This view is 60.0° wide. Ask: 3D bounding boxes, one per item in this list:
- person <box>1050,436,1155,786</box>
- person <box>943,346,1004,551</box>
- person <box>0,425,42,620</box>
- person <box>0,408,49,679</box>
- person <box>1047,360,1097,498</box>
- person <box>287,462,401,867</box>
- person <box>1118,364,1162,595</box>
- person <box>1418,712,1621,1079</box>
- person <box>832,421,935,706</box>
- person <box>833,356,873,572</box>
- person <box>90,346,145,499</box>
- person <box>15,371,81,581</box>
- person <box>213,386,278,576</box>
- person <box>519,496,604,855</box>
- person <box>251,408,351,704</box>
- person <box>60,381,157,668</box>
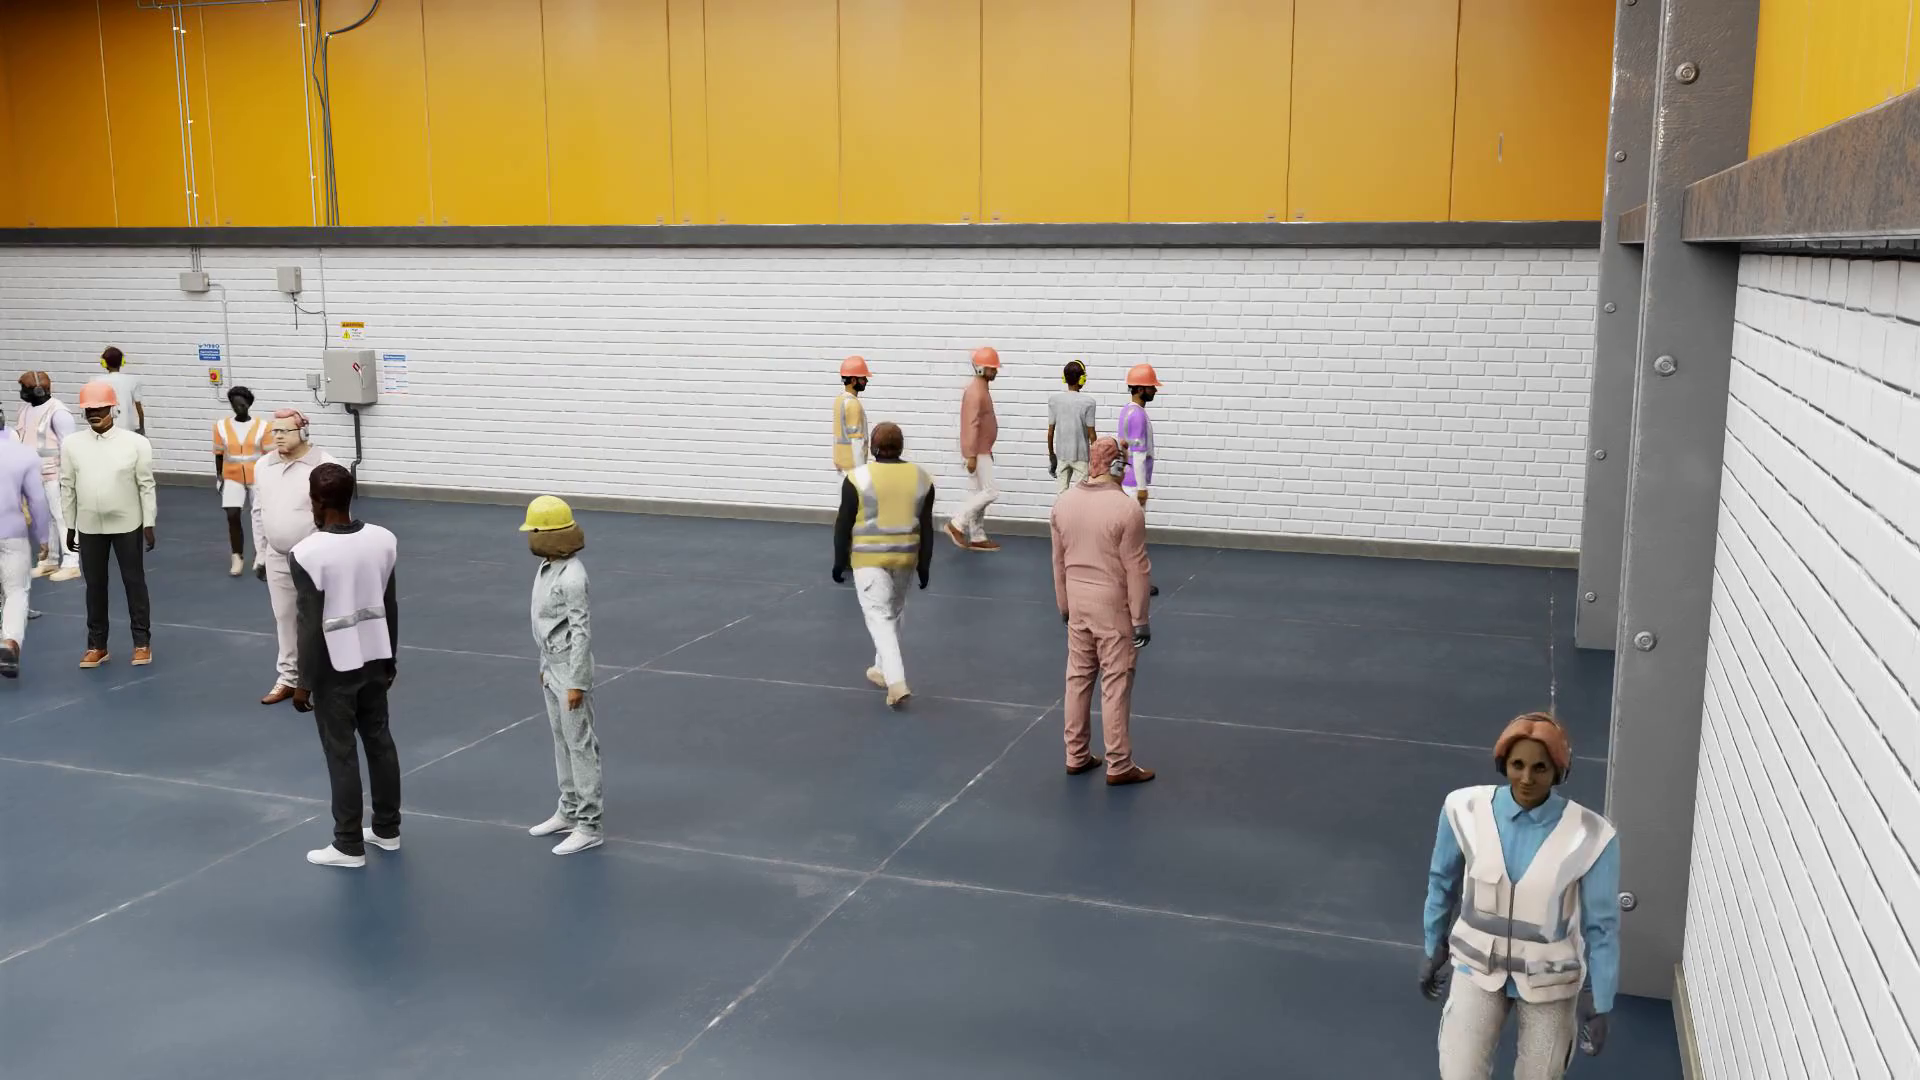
[{"bbox_3d":[0.798,0.381,9.071,0.407,1.902,0.639,-10,14,-43],"label":"person"},{"bbox_3d":[0.171,-0.852,15.806,0.488,1.973,0.620,0,10,0],"label":"person"},{"bbox_3d":[-7.496,-0.264,12.852,0.567,1.844,0.375,0,10,3],"label":"person"},{"bbox_3d":[-6.509,-0.003,11.226,0.635,1.914,0.814,-5,11,-24],"label":"person"},{"bbox_3d":[1.054,-0.733,15.431,0.516,1.872,0.327,5,11,27],"label":"person"},{"bbox_3d":[-2.887,0.587,7.862,0.382,1.917,0.597,5,11,25],"label":"person"},{"bbox_3d":[1.498,-0.511,13.987,0.374,1.939,0.545,0,10,-3],"label":"person"},{"bbox_3d":[1.589,1.276,4.766,0.563,1.621,0.491,6,12,29],"label":"person"},{"bbox_3d":[-0.470,0.141,10.709,0.629,1.812,0.926,-5,11,-25],"label":"person"},{"bbox_3d":[-0.949,-0.683,14.954,0.356,1.937,0.552,-4,11,-20],"label":"person"},{"bbox_3d":[-9.027,-1.144,17.811,0.524,1.857,0.425,-9,13,-40],"label":"person"},{"bbox_3d":[-7.992,-0.561,14.551,0.624,1.840,0.430,6,12,29],"label":"person"},{"bbox_3d":[-6.319,-0.513,14.708,0.552,1.671,0.683,-3,10,-15],"label":"person"},{"bbox_3d":[-1.932,0.645,8.040,0.314,1.739,0.485,-6,12,-29],"label":"person"},{"bbox_3d":[-4.200,0.111,10.574,0.642,1.909,0.401,2,10,10],"label":"person"},{"bbox_3d":[-5.909,-0.108,11.556,0.608,1.995,0.377,-2,10,-12],"label":"person"}]
